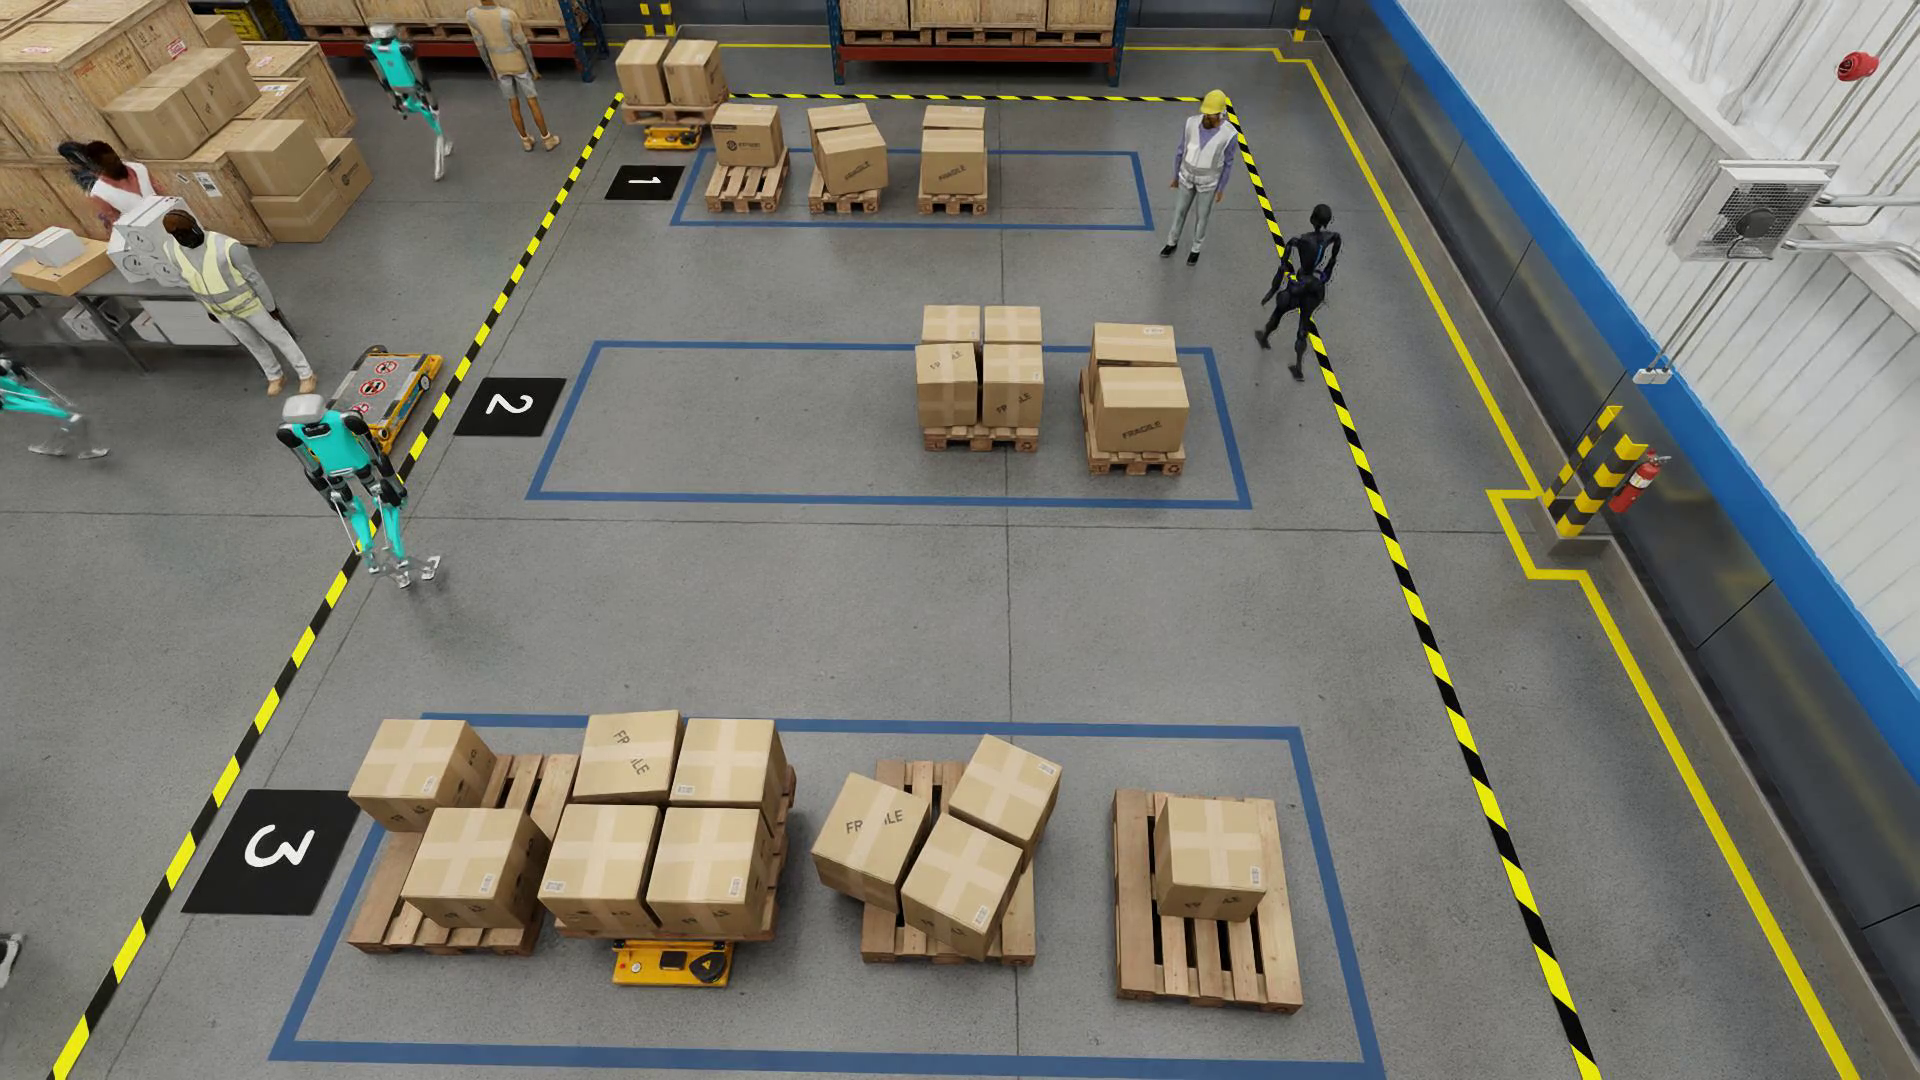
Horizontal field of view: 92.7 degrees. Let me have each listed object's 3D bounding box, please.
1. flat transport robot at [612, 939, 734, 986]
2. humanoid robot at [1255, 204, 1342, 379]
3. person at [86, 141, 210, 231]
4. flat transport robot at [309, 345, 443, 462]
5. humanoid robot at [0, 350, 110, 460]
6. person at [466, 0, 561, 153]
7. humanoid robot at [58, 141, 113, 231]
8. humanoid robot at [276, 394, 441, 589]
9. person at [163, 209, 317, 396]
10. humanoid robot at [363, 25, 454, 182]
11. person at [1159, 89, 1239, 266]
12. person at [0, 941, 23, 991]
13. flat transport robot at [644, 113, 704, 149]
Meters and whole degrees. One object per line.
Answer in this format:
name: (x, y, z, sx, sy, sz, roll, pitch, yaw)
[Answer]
flat transport robot: (-1.659, 1.971, 5.681, 0.652, 0.197, 1.431, 1, 50, 1)
humanoid robot: (3.130, -2.315, 8.434, 0.602, 1.624, 0.794, -7, 50, -6)
person: (-7.689, -2.932, 8.808, 1.042, 1.859, 0.591, 3, 50, 2)
flat transport robot: (-5.383, -1.269, 8.441, 0.659, 0.231, 1.431, 1, 50, 1)
humanoid robot: (-7.707, -1.264, 7.463, 0.987, 1.733, 0.548, -5, 50, -4)
person: (-5.404, -5.720, 11.047, 0.609, 2.041, 0.378, -2, 50, -1)
humanoid robot: (-8.208, -3.150, 9.103, 0.392, 1.649, 0.598, -18, 52, -15)
humanoid robot: (-4.243, -0.208, 6.492, 0.533, 1.677, 0.735, -13, 51, -11)
person: (-6.363, -2.064, 8.091, 0.622, 1.837, 0.429, -3, 50, -3)
humanoid robot: (-6.402, -5.276, 10.898, 0.541, 1.765, 1.029, -1, 50, -1)
person: (2.481, -3.735, 9.501, 0.590, 1.833, 0.404, 26, 54, 20)
person: (-5.528, 2.184, 4.511, 0.588, 1.799, 0.976, -2, 50, -2)
flat transport robot: (-3.680, -5.581, 12.071, 0.652, 0.197, 1.431, 1, 50, 1)
